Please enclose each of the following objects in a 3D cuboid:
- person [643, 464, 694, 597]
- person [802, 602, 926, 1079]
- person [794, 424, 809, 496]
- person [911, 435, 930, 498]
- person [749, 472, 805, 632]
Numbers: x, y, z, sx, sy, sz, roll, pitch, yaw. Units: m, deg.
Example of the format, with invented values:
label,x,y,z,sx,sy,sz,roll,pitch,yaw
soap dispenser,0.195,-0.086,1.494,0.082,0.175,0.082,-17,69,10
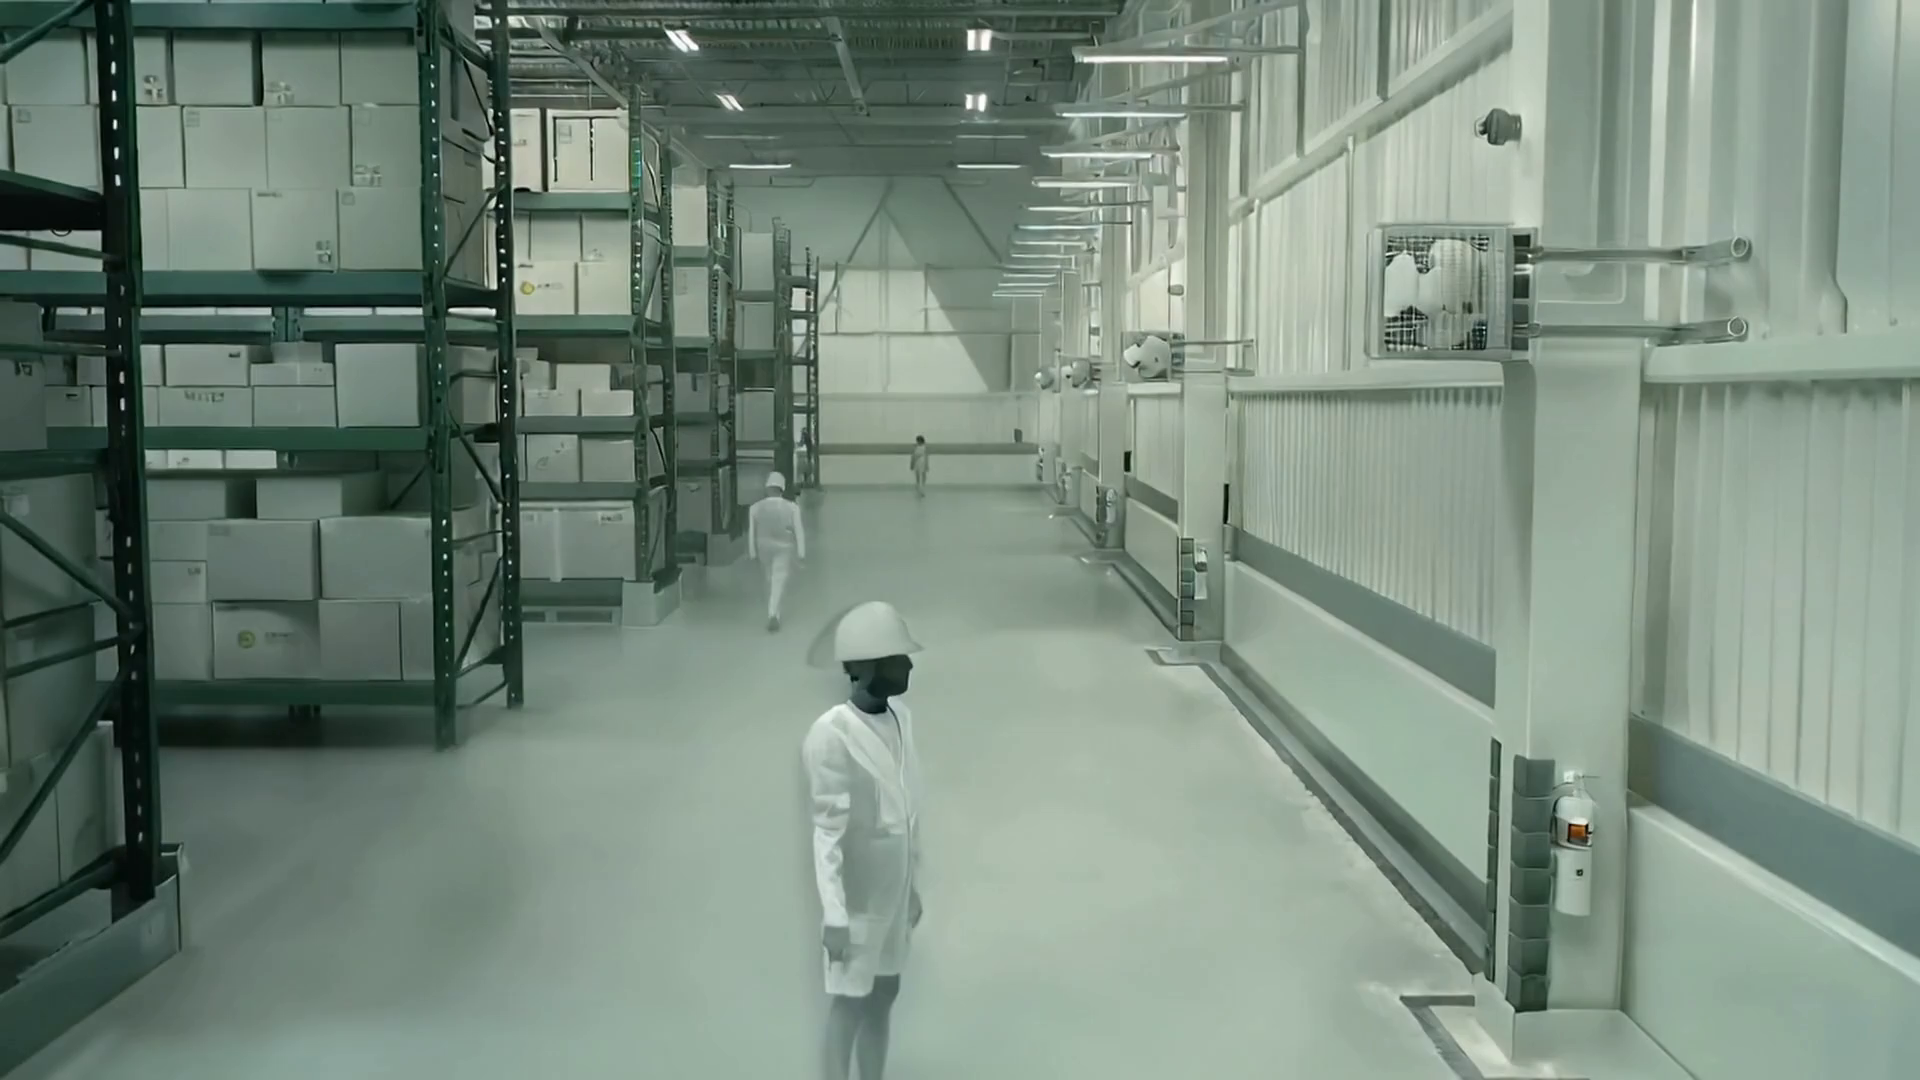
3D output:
label,x,y,z,sx,sy,sz,roll,pitch,yaw
person,-3.966,-0.135,21.859,0.938,1.792,0.647,1,5,13
person,-0.294,1.174,5.626,0.340,1.941,0.551,3,6,28
person,-4.175,-2.127,44.282,0.423,1.920,0.542,4,6,38
person,-1.027,-1.898,43.181,0.519,1.641,0.311,2,5,22
person,-2.060,0.132,18.742,0.602,1.784,0.954,1,5,9
